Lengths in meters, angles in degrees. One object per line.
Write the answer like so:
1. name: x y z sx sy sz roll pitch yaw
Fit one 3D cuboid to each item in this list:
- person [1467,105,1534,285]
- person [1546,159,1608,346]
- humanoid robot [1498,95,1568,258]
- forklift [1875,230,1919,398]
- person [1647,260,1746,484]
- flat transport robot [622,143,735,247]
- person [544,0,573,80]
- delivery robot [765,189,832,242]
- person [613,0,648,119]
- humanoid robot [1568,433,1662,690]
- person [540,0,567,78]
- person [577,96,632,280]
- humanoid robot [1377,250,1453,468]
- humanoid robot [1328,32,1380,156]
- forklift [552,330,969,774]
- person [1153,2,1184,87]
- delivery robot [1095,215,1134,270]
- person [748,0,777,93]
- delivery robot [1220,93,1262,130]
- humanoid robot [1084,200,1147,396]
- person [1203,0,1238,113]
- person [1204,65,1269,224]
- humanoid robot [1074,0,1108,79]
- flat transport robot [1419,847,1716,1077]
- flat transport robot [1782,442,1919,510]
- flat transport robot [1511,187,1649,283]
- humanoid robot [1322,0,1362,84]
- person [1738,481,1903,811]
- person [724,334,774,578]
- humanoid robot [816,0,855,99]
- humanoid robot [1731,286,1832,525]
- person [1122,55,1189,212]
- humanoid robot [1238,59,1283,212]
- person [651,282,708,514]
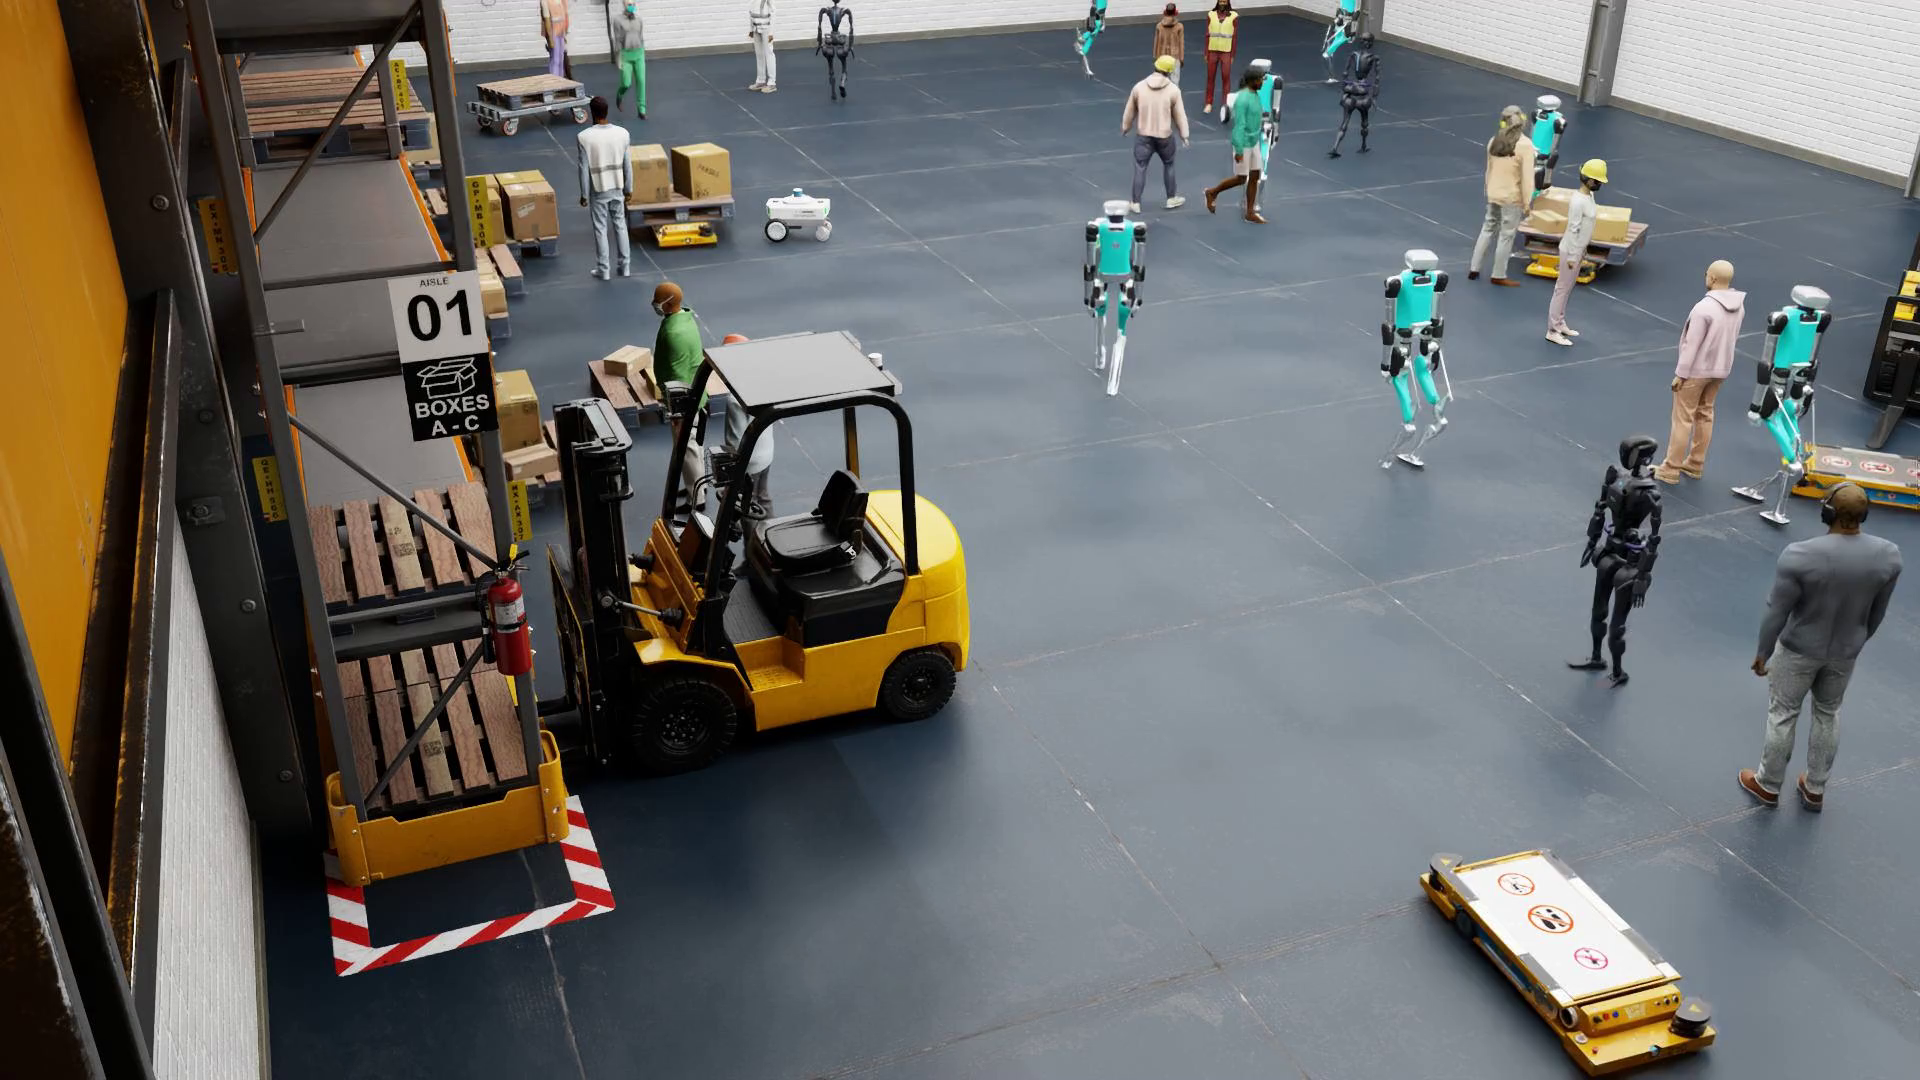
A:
1. person: 5.660 -3.572 17.335 0.386 1.857 0.645 -14 30 -25
2. person: 5.857 -2.737 15.773 0.325 1.759 0.524 15 30 27
3. humanoid robot: 6.149 -3.955 18.183 0.677 1.755 0.548 -7 28 -14
4. forklift: 9.029 -2.397 14.618 1.214 2.155 2.313 18 32 32
5. person: 5.758 -1.284 12.868 0.539 1.775 0.405 -14 30 -25
6. flat transport robot: -3.277 -3.712 19.370 0.659 0.231 1.431 -7 28 -14
7. person: -6.441 -8.101 26.245 0.605 1.933 0.625 1 27 1
8. delivery robot: -1.867 -3.720 19.085 0.813 0.609 0.499 1 27 1
9. person: -4.858 -7.134 24.443 0.519 1.825 0.600 -17 31 -30
10. humanoid robot: 4.045 0.122 10.181 0.311 1.662 0.609 -8 28 -15
11. person: -6.254 -7.767 25.680 0.390 1.845 0.563 4 27 7
12. person: -3.718 -3.699 17.529 0.598 1.907 0.414 -20 33 -34
13. humanoid robot: 3.611 -1.327 13.006 0.538 1.804 0.658 -9 28 -17
14. humanoid robot: 5.339 -5.986 22.406 0.589 1.640 0.784 23 35 38
15. forklift: -1.094 0.010 9.831 2.313 2.155 1.214 -10 28 -20
16. person: 3.071 -7.083 24.543 0.462 1.648 0.327 9 28 17
17. delivery robot: 1.640 -3.248 18.145 0.499 0.608 0.784 1 27 3
18. person: -3.114 -8.005 26.113 0.356 1.884 0.574 -24 35 -39
19. delivery robot: 4.120 -6.254 24.129 0.499 0.612 0.796 -5 27 -10
20. humanoid robot: 1.363 -2.250 14.842 0.536 1.771 0.938 2 27 3
21. person: 3.873 -7.254 24.755 0.471 1.764 0.364 8 28 15
22. person: 3.300 -4.632 19.466 0.723 1.829 0.497 18 32 32
23. humanoid robot: 2.052 -8.326 27.024 0.739 1.893 0.547 13 29 24
24. flat transport robot: 2.904 1.974 8.060 0.659 0.231 1.431 -8 28 -16
25. flat transport robot: 7.171 -0.454 12.891 1.431 0.231 0.659 11 29 20
26. flat transport robot: 6.733 -3.110 18.174 0.659 0.231 1.431 16 31 29
27. humanoid robot: 5.960 -8.049 26.434 0.765 1.837 0.541 -11 29 -21
28. person: 4.611 0.590 8.971 0.643 1.926 0.375 2 27 3
29. person: -1.477 -0.587 11.515 0.351 1.738 0.575 8 28 15
30. humanoid robot: -1.926 -7.595 25.538 0.609 1.645 0.462 0 27 -1
31. humanoid robot: 6.196 -0.932 12.245 0.584 1.784 0.894 -9 28 -18
32. person: 2.349 -4.869 19.953 0.814 1.827 0.589 5 27 10
33. humanoid robot: 3.525 -4.750 19.879 0.543 1.859 0.702 7 27 13
34. person: -2.081 -1.070 12.439 0.385 1.776 0.546 -2 27 -4
